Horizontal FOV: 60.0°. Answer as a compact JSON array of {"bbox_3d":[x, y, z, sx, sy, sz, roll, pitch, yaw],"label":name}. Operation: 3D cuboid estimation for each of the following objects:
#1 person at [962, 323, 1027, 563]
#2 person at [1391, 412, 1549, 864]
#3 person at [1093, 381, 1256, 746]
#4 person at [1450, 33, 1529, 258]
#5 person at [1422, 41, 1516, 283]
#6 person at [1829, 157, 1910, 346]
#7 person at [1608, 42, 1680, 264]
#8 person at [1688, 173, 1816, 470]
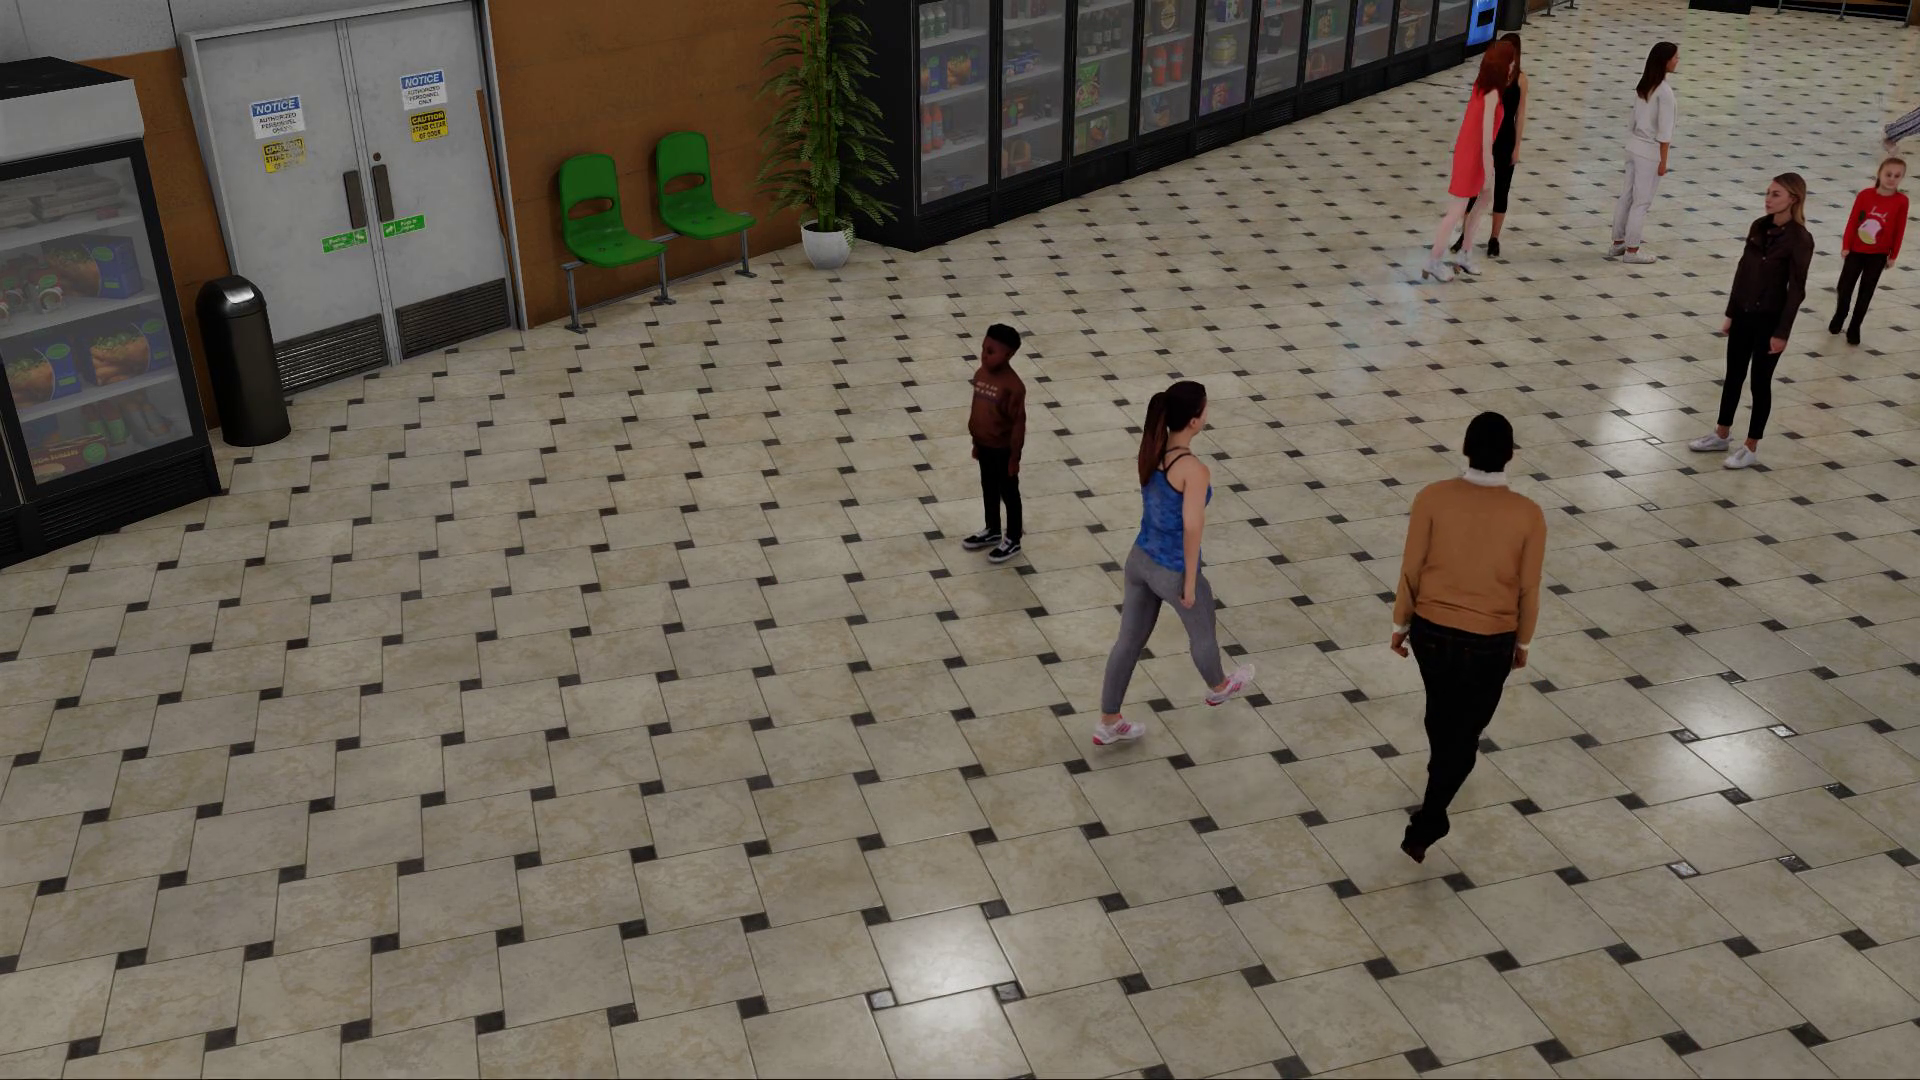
[{"bbox_3d":[0.205,-0.503,8.468,0.617,1.254,0.457,-20,33,-34],"label":"person"},{"bbox_3d":[1.836,0.408,6.153,1.148,1.723,0.869,14,30,26],"label":"person"},{"bbox_3d":[0.782,0.151,6.834,0.818,1.566,1.056,-17,31,-30],"label":"person"},{"bbox_3d":[4.207,-3.105,13.077,0.525,1.725,0.682,13,30,24],"label":"person"},{"bbox_3d":[3.713,-2.778,12.354,0.845,1.796,0.786,3,27,6],"label":"person"},{"bbox_3d":[6.211,-1.989,11.377,0.547,1.273,0.624,12,29,22],"label":"person"},{"bbox_3d":[5.336,-3.012,12.934,0.748,1.689,0.664,-6,27,-11],"label":"person"},{"bbox_3d":[4.549,-1.244,9.432,0.735,1.703,0.620,-9,28,-17],"label":"person"}]
